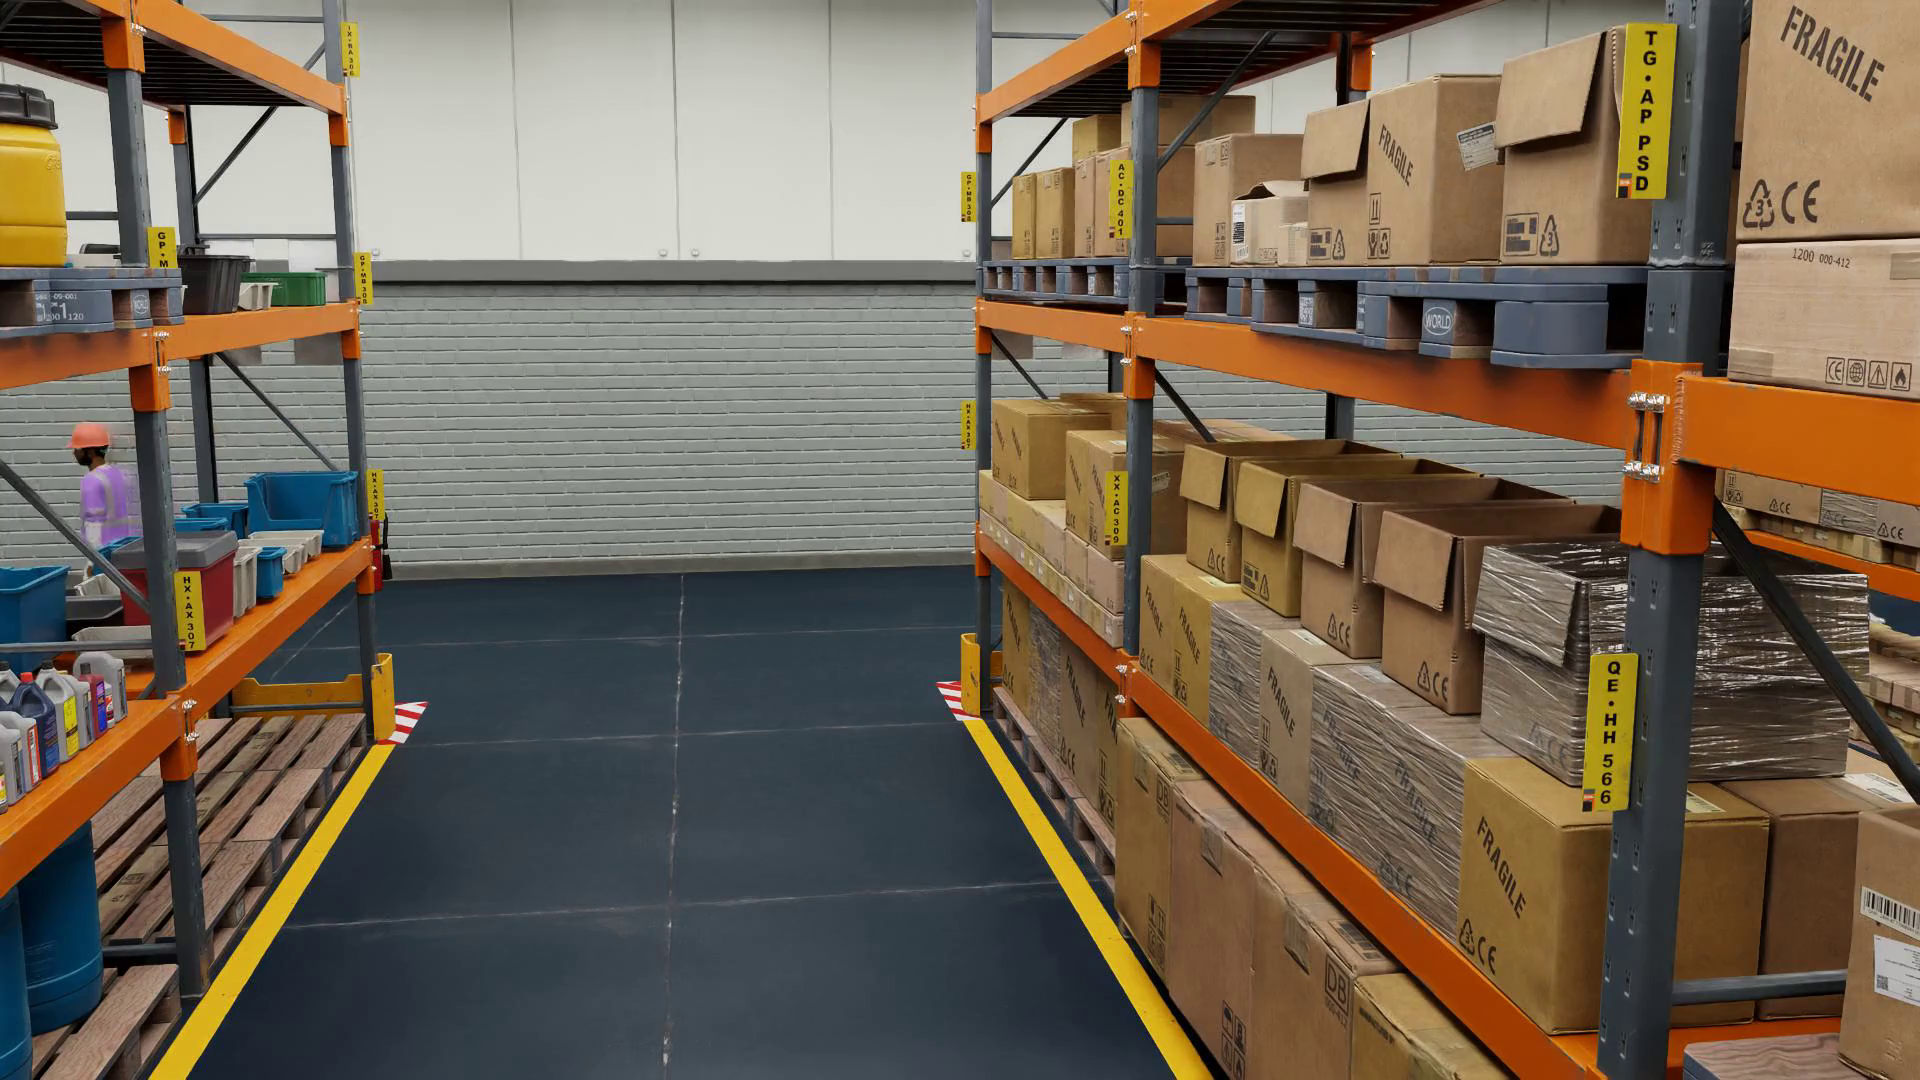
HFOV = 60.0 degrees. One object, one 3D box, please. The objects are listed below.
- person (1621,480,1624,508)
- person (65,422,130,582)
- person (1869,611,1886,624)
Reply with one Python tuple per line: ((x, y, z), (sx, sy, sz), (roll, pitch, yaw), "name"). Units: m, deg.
((5.739, -0.021, 13.869), (0.466, 1.623, 0.540), (-8, 12, -40), "person")
((-6.314, 0.073, 12.443), (0.620, 1.922, 0.550), (-1, 9, -8), "person")
((7.700, -0.216, 14.260), (0.729, 1.892, 0.636), (2, 9, 13), "person")
